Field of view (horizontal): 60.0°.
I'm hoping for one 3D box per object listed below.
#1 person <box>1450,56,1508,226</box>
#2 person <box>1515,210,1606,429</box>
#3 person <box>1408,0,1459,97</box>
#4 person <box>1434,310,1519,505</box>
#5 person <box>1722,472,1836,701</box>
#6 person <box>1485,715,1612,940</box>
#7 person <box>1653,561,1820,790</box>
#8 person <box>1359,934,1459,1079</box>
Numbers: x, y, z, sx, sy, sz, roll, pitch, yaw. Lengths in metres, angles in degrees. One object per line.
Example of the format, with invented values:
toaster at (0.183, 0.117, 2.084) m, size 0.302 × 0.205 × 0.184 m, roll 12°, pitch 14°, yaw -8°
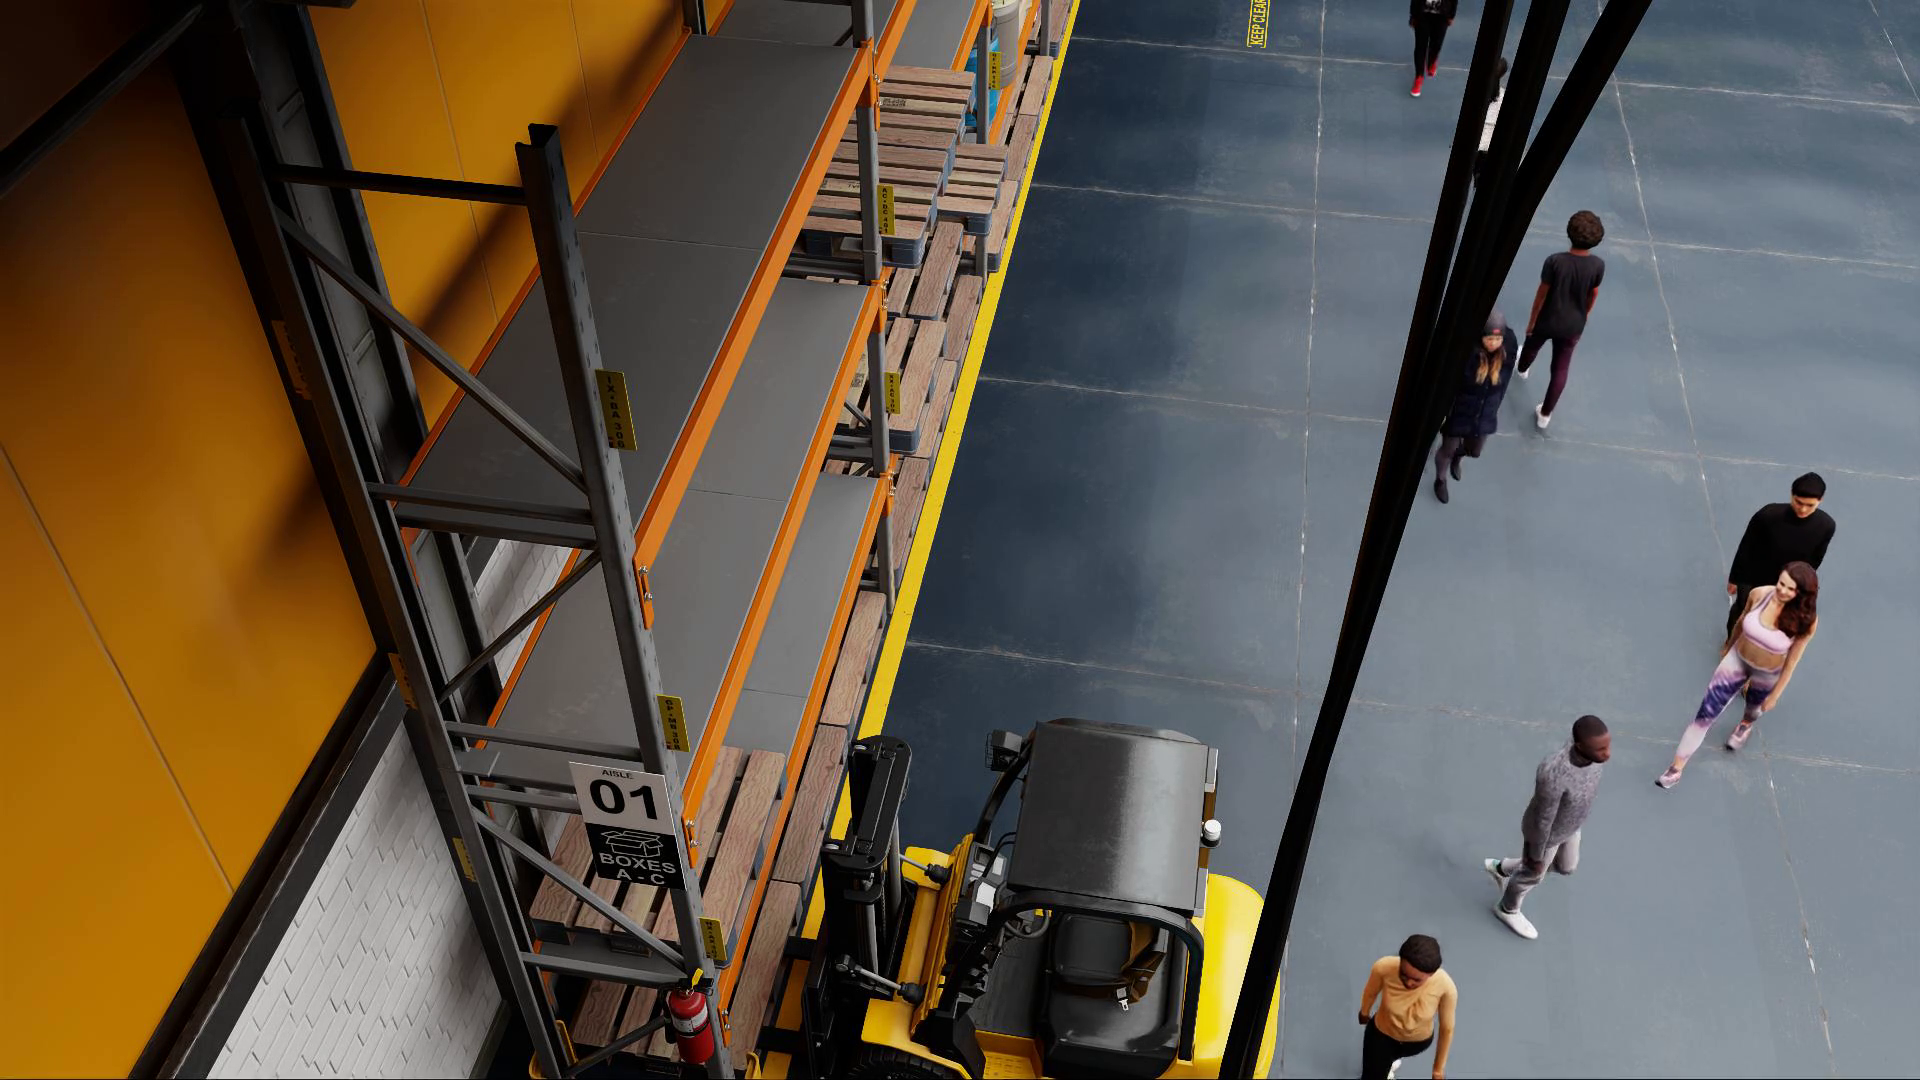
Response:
person at (4.574, -3.439, 14.640) m, size 0.633 × 1.630 × 0.729 m, roll 0°, pitch 44°, yaw 0°
person at (4.578, -1.642, 12.675) m, size 0.668 × 1.738 × 1.095 m, roll 5°, pitch 44°, yaw 6°
person at (4.704, -5.271, 16.539) m, size 0.682 × 1.662 × 0.818 m, roll 11°, pitch 45°, yaw 12°
person at (3.665, -1.017, 12.070) m, size 0.730 × 1.668 × 0.787 m, roll 0°, pitch 44°, yaw 0°
person at (5.276, 0.173, 10.793) m, size 0.768 × 1.706 × 0.924 m, roll 15°, pitch 46°, yaw 15°
person at (3.231, 1.533, 9.279) m, size 0.848 × 1.824 × 0.923 m, roll -32°, pitch 52°, yaw -29°
person at (4.892, 0.769, 10.170) m, size 1.258 × 1.704 × 1.074 m, roll -33°, pitch 53°, yaw -30°
person at (2.252, 2.431, 8.484) m, size 0.652 × 1.621 × 1.077 m, roll 9°, pitch 44°, yaw 9°
